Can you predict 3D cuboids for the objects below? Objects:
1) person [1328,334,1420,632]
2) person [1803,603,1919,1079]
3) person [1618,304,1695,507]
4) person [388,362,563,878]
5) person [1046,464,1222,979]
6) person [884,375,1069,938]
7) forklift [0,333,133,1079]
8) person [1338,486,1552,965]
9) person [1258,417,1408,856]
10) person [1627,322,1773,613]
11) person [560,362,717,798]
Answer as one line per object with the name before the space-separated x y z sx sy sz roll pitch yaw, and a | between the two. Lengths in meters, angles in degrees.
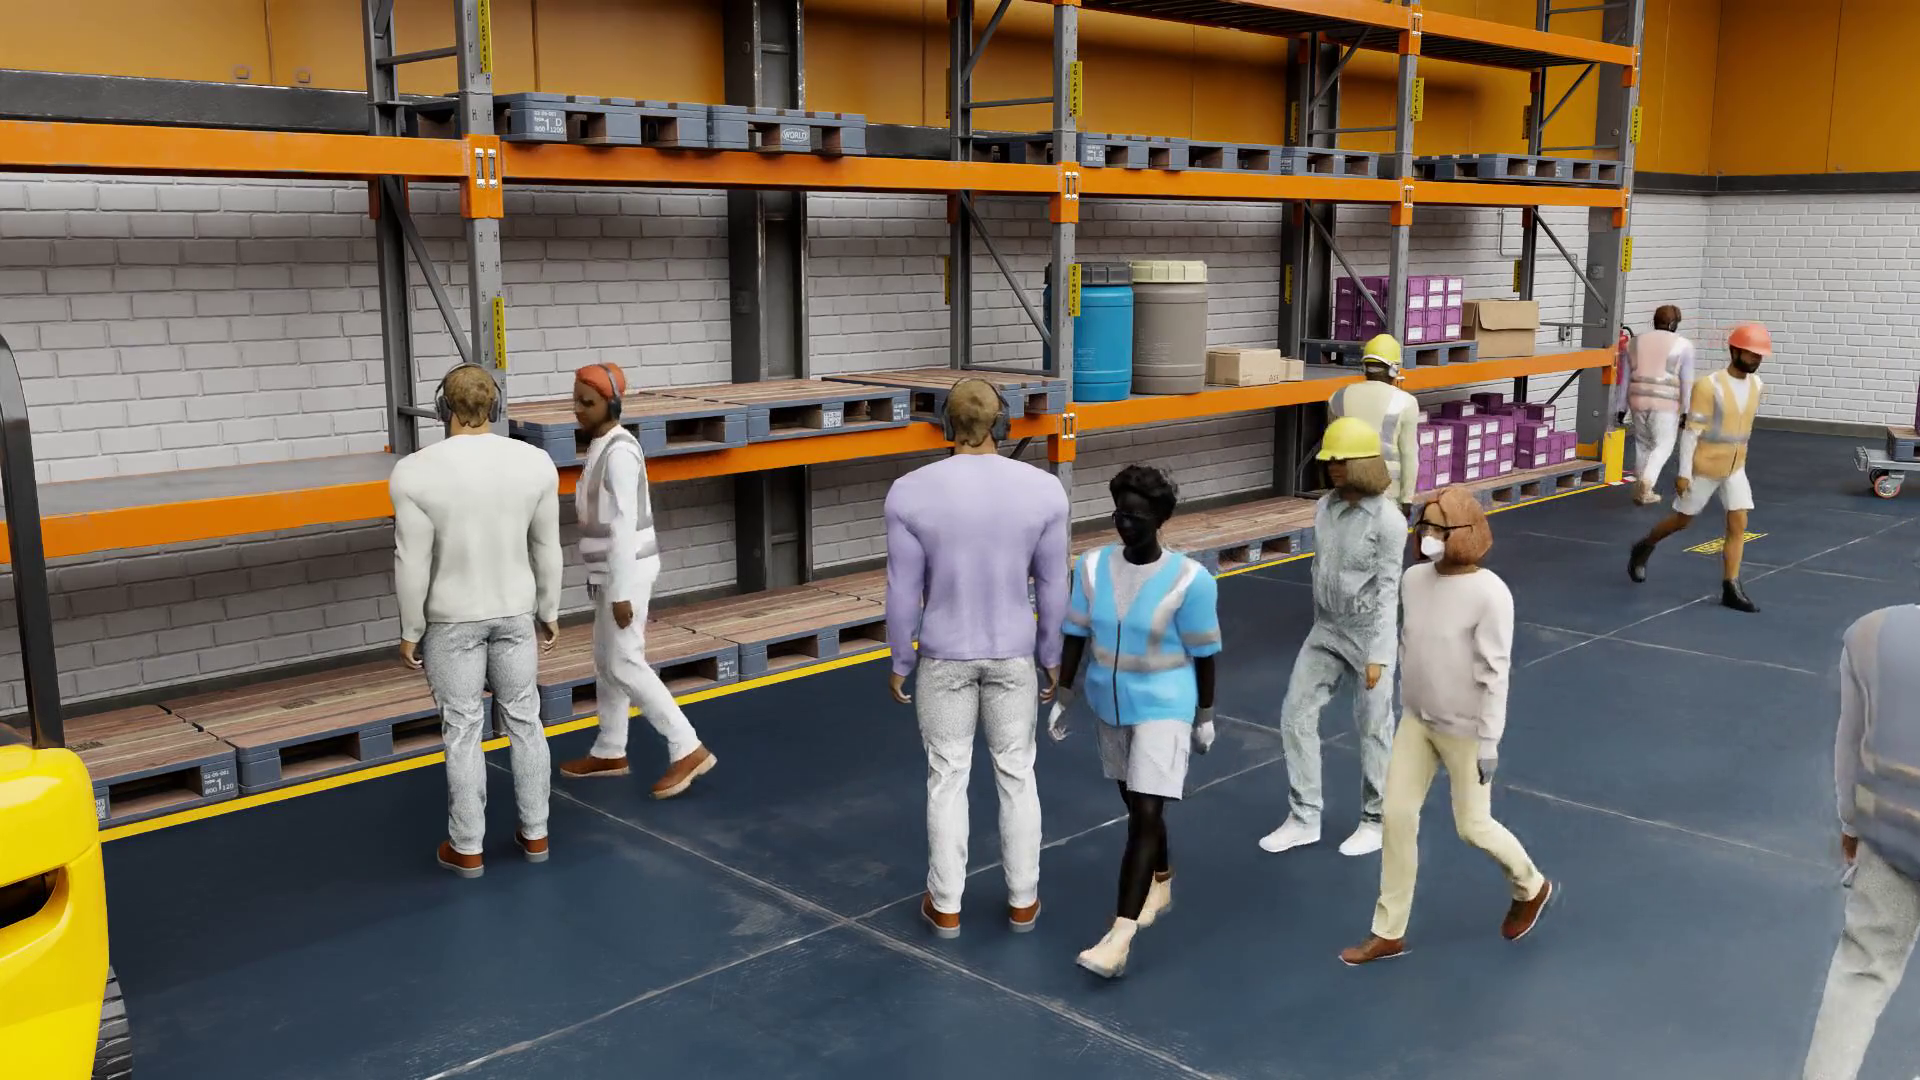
person | 2.483 -0.322 10.026 0.598 1.820 0.421 8 13 38
person | 2.503 0.755 4.237 0.915 1.788 0.607 -6 12 -30
person | 6.106 -1.171 14.679 0.763 1.810 0.660 -10 14 -42
person | -1.806 0.302 6.276 0.636 1.938 0.355 -7 12 -34
person | 0.544 0.582 5.511 0.541 1.658 0.856 8 13 38
person | 0.056 0.407 5.707 0.630 1.936 0.366 -1 10 -5
forklift | -3.289 0.485 4.582 1.214 2.155 2.313 -10 14 -44
person | 1.658 0.610 5.510 0.757 1.606 0.507 -5 12 -27
person | 1.445 0.393 6.354 0.661 1.719 0.504 -6 12 -31
person | 4.901 -0.519 10.969 0.572 1.879 0.999 -3 11 -18
person | -1.454 0.158 7.261 0.555 1.875 0.700 -4 11 -21
